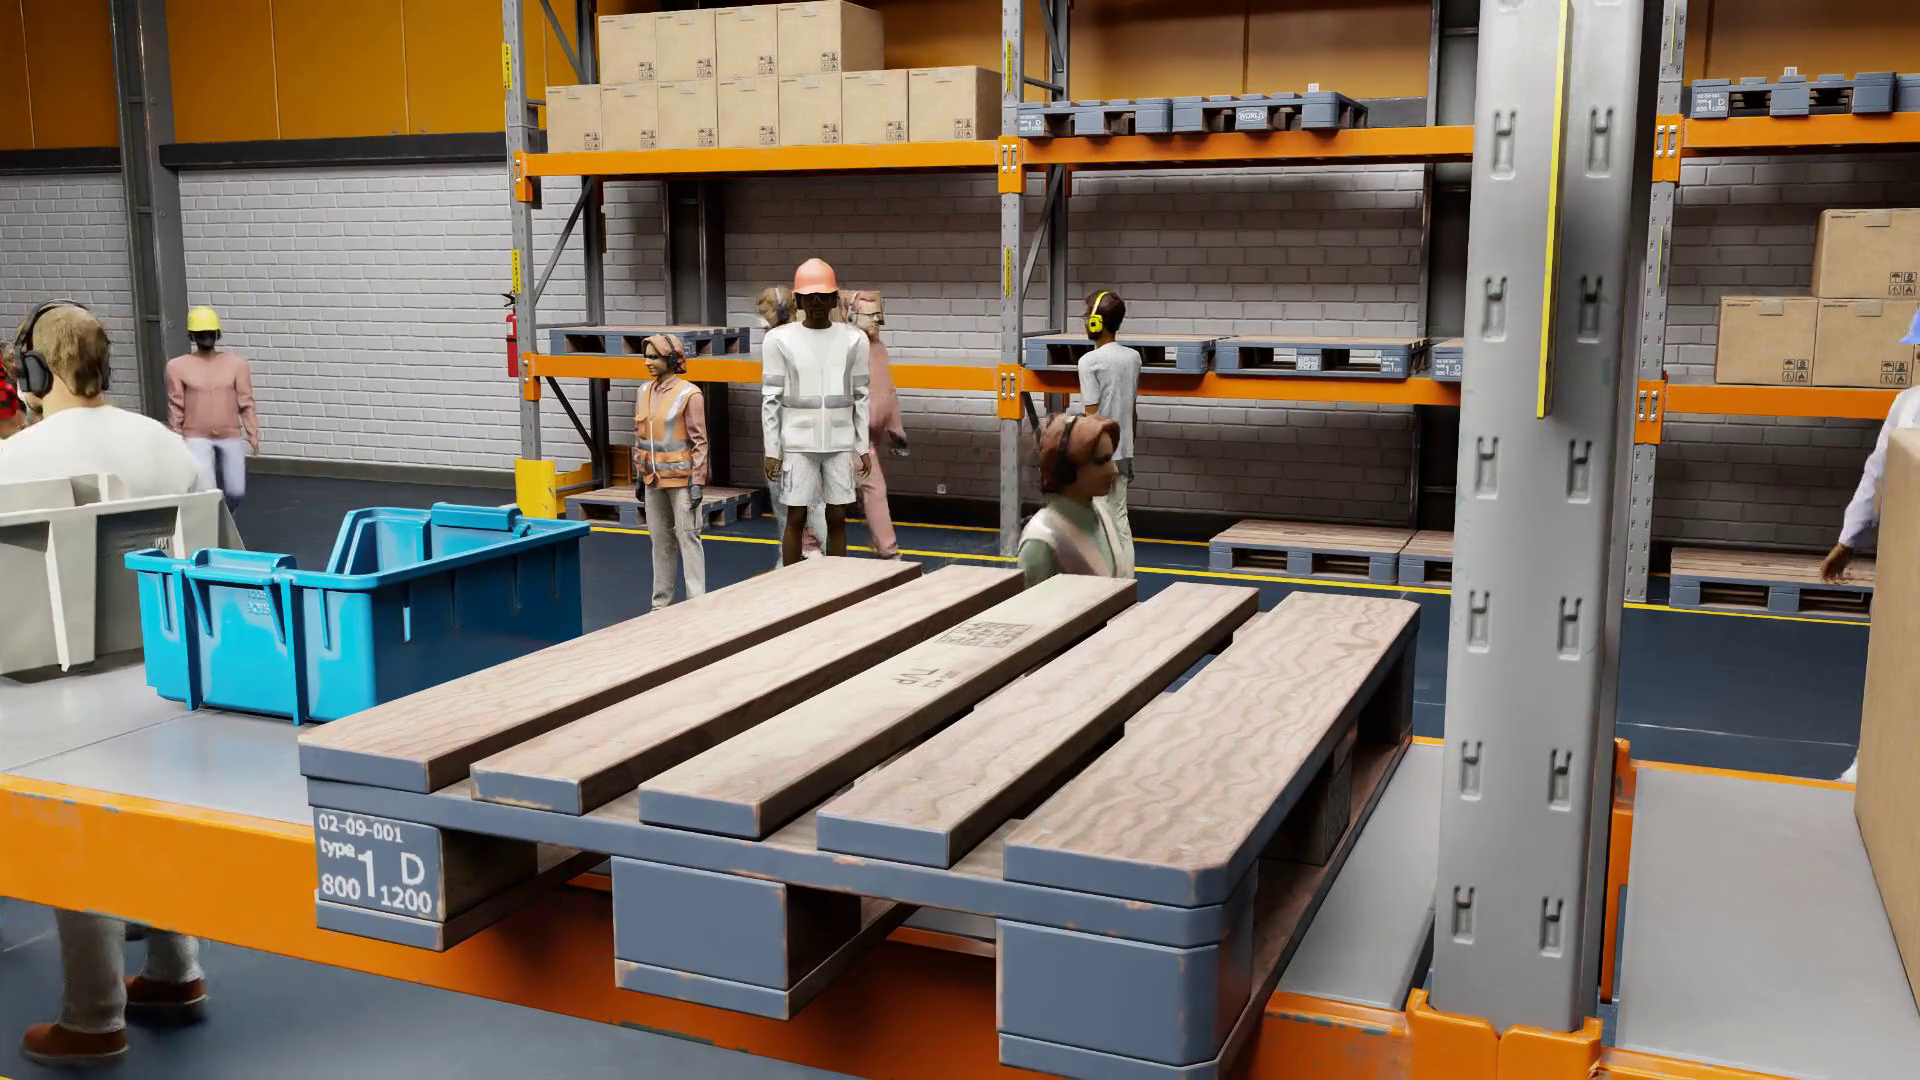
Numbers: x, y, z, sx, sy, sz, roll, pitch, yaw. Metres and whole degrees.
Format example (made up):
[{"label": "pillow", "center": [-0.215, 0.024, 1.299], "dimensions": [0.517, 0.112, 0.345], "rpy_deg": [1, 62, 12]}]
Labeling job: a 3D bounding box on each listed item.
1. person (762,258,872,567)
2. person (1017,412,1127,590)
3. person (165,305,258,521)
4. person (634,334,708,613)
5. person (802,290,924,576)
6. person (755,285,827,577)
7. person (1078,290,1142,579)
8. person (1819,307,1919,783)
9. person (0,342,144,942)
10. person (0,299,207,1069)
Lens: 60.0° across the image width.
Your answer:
[{"label": "person", "center": [-0.785, -0.531, 9.244], "dimensions": [0.614, 2.041, 0.389], "rpy_deg": [-3, 10, -16]}, {"label": "person", "center": [0.248, 0.436, 4.700], "dimensions": [0.657, 1.622, 0.516], "rpy_deg": [4, 10, 23]}, {"label": "person", "center": [-4.993, -0.695, 11.106], "dimensions": [0.534, 1.742, 0.665], "rpy_deg": [-6, 11, -31]}, {"label": "person", "center": [-1.585, -0.305, 9.102], "dimensions": [0.523, 1.638, 0.310], "rpy_deg": [7, 12, 37]}, {"label": "person", "center": [-0.685, -0.676, 10.707], "dimensions": [1.020, 1.856, 0.627], "rpy_deg": [4, 10, 24]}, {"label": "person", "center": [-0.976, -0.589, 10.104], "dimensions": [0.559, 1.891, 0.803], "rpy_deg": [-2, 10, -12]}, {"label": "person", "center": [0.790, -0.435, 9.194], "dimensions": [0.329, 1.872, 0.507], "rpy_deg": [8, 12, 40]}, {"label": "person", "center": [3.411, 0.071, 6.040], "dimensions": [0.844, 1.913, 0.617], "rpy_deg": [-1, 9, -3]}, {"label": "person", "center": [-2.721, 0.320, 4.849], "dimensions": [0.861, 1.814, 0.582], "rpy_deg": [-6, 11, -32]}, {"label": "person", "center": [-2.190, 0.378, 4.144], "dimensions": [0.443, 1.933, 0.656], "rpy_deg": [3, 10, 16]}]
